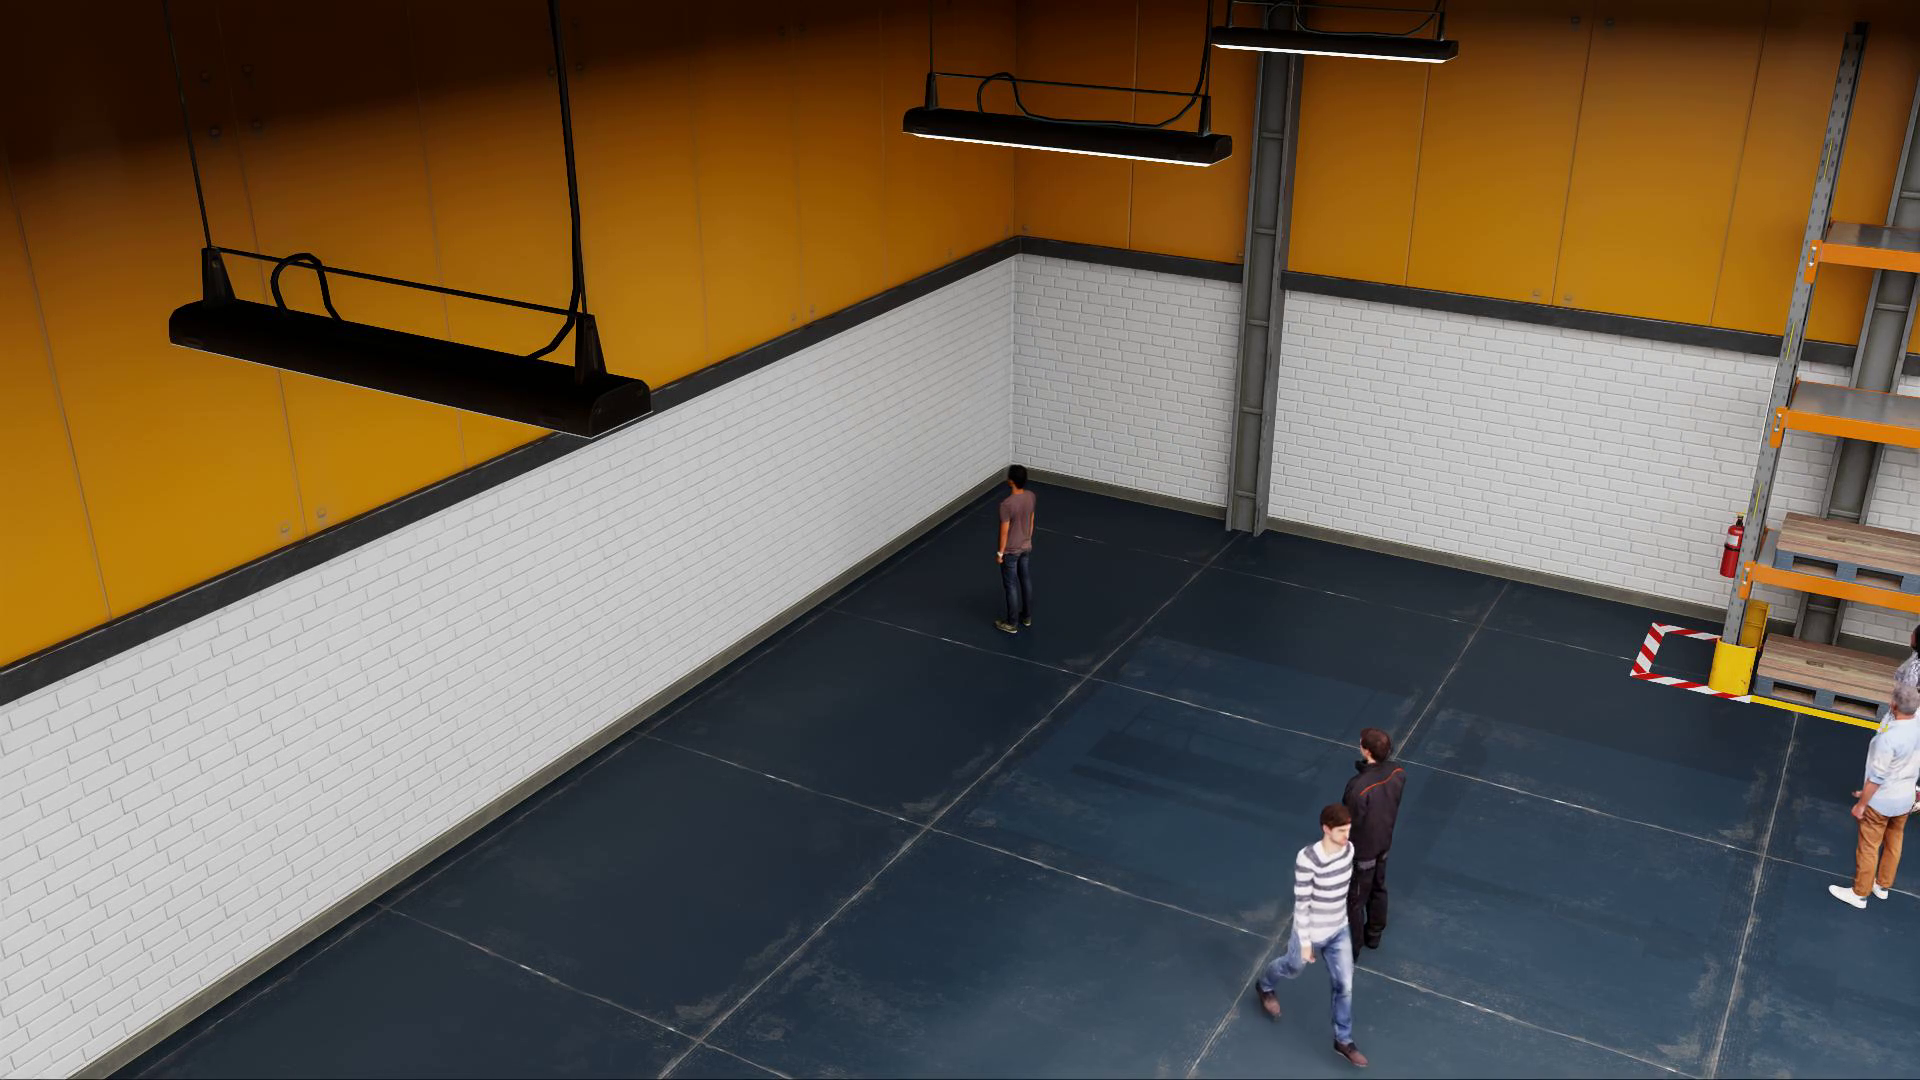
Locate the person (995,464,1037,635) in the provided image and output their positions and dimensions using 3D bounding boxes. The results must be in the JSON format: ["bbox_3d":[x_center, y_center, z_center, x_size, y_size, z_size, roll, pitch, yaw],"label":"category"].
[{"bbox_3d":[0.573,0.074,16.667,0.685,1.777,0.642,-21,31,-39],"label":"person"}]

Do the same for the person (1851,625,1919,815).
[{"bbox_3d":[7.732,1.494,13.501,0.760,1.711,0.926,-20,30,-38],"label":"person"}]

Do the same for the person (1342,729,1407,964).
[{"bbox_3d":[2.896,2.157,11.823,0.791,1.841,0.722,-17,29,-34],"label":"person"}]

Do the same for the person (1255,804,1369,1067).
[{"bbox_3d":[2.305,2.526,11.022,1.095,1.806,1.289,-11,26,-24],"label":"person"}]

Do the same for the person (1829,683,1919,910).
[{"bbox_3d":[6.932,1.909,12.414,0.770,1.822,0.789,-10,26,-22],"label":"person"}]
